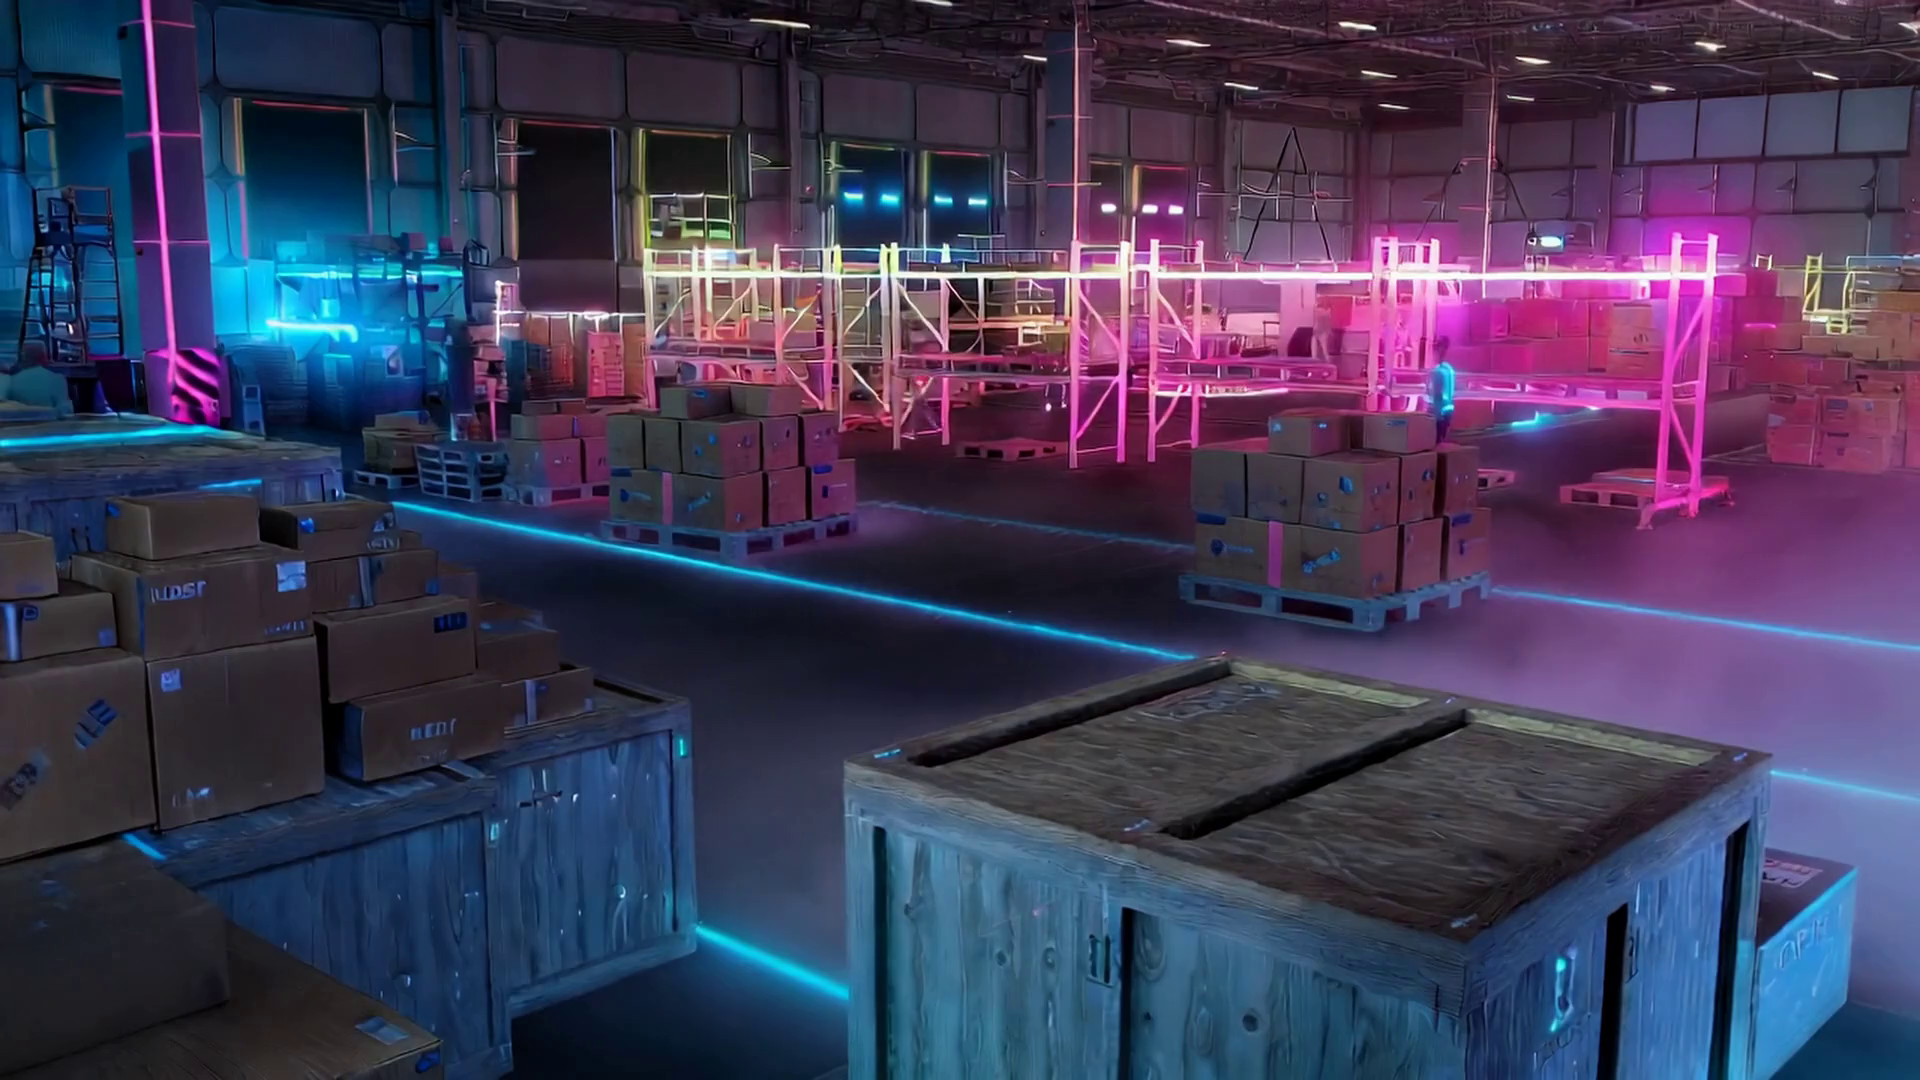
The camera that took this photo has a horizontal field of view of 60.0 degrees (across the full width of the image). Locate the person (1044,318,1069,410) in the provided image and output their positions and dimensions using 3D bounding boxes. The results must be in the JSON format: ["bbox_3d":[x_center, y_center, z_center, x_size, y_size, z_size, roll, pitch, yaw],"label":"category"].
[{"bbox_3d":[1.824,-3.324,31.417,0.484,1.739,0.319,-2,9,-11],"label":"person"}]

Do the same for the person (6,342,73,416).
[{"bbox_3d":[-9.376,-1.050,16.930,0.637,1.922,0.749,1,9,7],"label":"person"}]

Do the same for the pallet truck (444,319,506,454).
[{"bbox_3d":[-6.981,-1.942,22.150,1.885,1.965,0.823,1,9,9],"label":"pallet truck"}]

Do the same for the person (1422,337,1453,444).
[{"bbox_3d":[5.445,-1.371,19.007,0.355,1.883,0.575,4,10,21],"label":"person"}]

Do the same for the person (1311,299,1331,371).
[{"bbox_3d":[9.392,-5.357,43.446,0.913,1.878,0.625,-6,11,-34],"label":"person"}]

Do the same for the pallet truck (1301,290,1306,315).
[{"bbox_3d":[11.297,-6.951,52.861,1.885,1.965,0.823,-5,11,-29],"label":"pallet truck"}]

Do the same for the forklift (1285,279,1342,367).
[{"bbox_3d":[9.145,-5.999,44.327,1.873,2.768,1.129,9,13,43],"label":"forklift"}]

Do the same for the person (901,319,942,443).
[{"bbox_3d":[-0.586,-2.454,25.623,0.885,1.899,0.598,-6,11,-34],"label":"person"}]

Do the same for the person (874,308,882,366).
[{"bbox_3d":[-2.140,-5.377,44.343,0.314,1.633,0.520,-1,9,-7],"label":"person"}]

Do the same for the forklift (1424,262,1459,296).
[{"bbox_3d":[13.038,-6.150,45.252,1.129,2.768,1.873,1,9,6],"label":"forklift"}]

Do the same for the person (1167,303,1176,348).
[{"bbox_3d":[5.930,-5.798,46.715,0.319,1.697,0.533,0,9,3],"label":"person"}]
